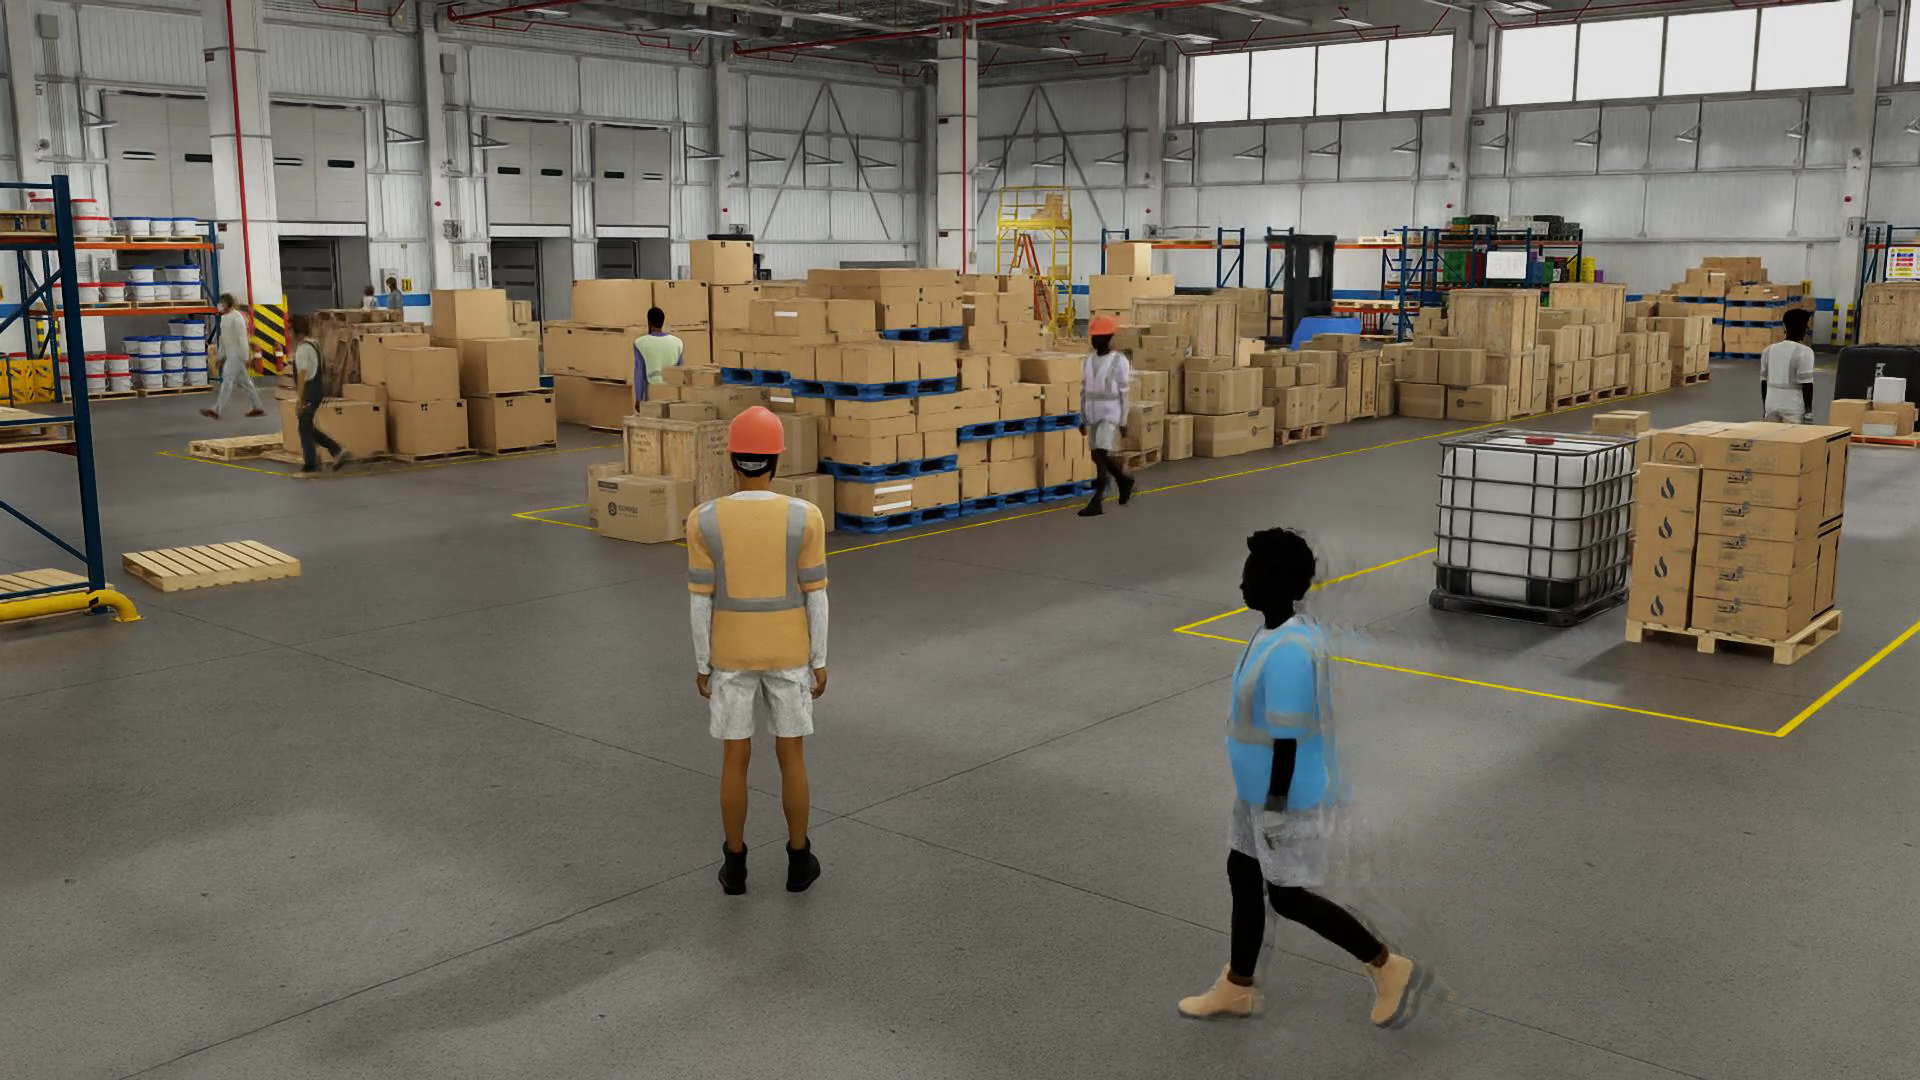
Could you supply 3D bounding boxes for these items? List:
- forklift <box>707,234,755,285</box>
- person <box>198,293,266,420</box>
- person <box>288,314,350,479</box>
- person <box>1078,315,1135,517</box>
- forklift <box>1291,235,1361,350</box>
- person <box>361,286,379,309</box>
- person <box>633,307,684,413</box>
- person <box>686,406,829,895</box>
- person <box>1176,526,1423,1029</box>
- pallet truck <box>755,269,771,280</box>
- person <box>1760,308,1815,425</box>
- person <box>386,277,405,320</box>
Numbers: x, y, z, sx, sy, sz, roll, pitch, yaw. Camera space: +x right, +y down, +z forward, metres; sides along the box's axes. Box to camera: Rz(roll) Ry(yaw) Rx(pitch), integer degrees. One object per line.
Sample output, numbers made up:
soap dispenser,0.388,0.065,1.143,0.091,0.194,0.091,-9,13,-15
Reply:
forklift,-4.698,-4.910,34.349,1.129,2.768,1.873,0,10,2
person,-10.898,-2.739,24.825,1.035,1.879,0.655,-8,13,-40
person,-7.137,-1.573,18.371,0.526,1.829,0.535,-2,10,-11
person,1.436,-1.206,16.010,0.814,1.920,0.544,-10,14,-44
forklift,7.530,-5.081,35.323,1.129,2.768,1.873,-7,12,-34
person,-14.665,-5.485,41.244,0.525,1.616,0.718,5,11,25
person,-3.277,-1.590,18.244,0.608,1.905,0.406,-9,13,-40
person,-0.788,0.442,6.555,0.545,1.938,0.356,-1,10,-4
person,1.108,0.786,5.340,0.711,1.679,0.533,1,10,5
pallet truck,-4.996,-6.432,45.525,1.885,1.965,0.823,-6,12,-32
person,8.151,-1.296,16.375,0.368,1.966,0.603,-4,11,-21
person,-12.156,-4.692,35.804,0.372,1.934,0.627,-6,12,-33
